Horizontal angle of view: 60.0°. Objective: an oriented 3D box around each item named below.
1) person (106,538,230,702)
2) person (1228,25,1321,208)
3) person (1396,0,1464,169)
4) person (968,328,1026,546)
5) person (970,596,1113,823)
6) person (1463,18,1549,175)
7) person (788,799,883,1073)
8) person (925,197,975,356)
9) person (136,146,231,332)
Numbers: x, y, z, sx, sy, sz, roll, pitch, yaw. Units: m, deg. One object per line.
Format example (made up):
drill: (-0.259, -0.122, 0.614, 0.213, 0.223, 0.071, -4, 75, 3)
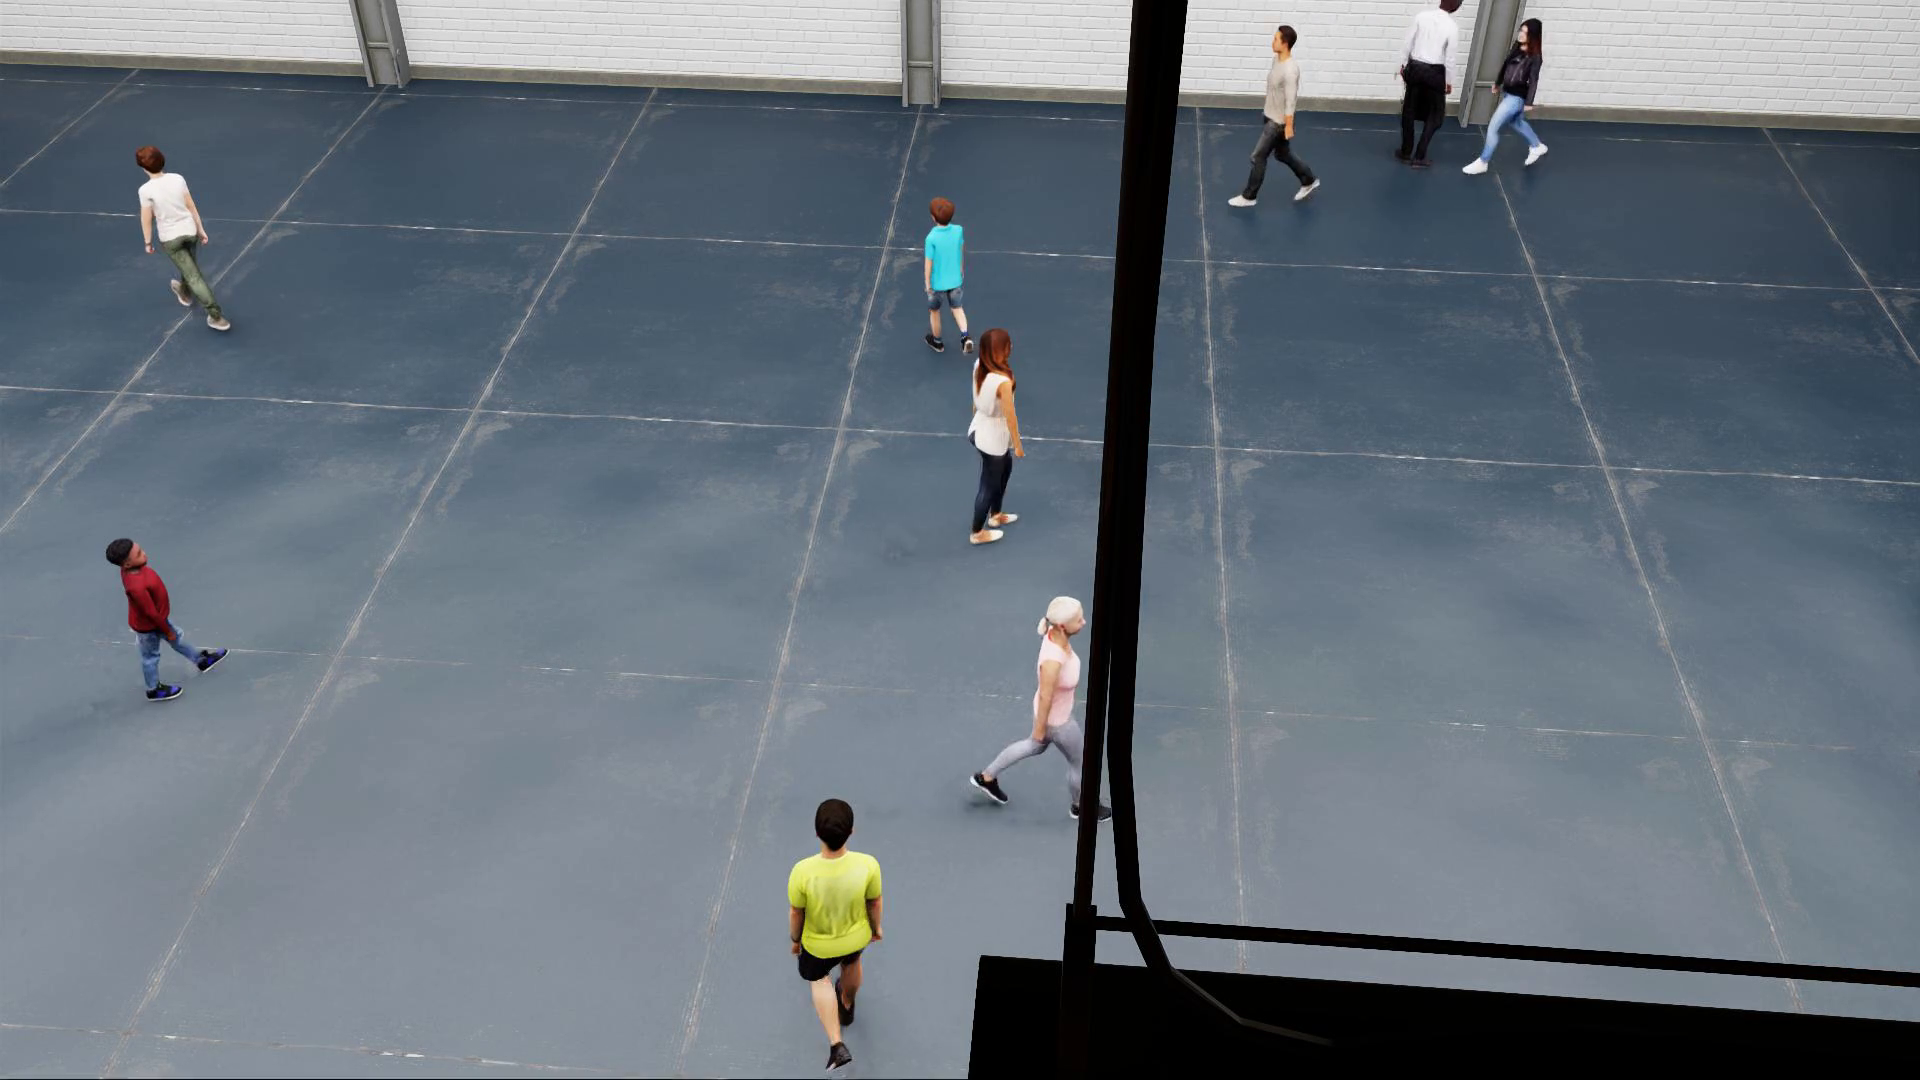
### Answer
person: (-5.220, 0.521, 10.575, 0.861, 1.237, 0.741, -18, 42, -22)
person: (3.122, -4.005, 15.806, 1.180, 1.781, 0.774, -3, 39, -3)
person: (4.602, -4.598, 16.526, 0.738, 1.810, 0.863, 10, 40, 12)
person: (0.140, -0.687, 11.659, 0.808, 1.773, 0.757, -16, 41, -19)
person: (0.459, 0.985, 9.628, 1.091, 1.695, 0.536, 3, 39, 4)
person: (5.540, -4.363, 16.409, 1.170, 1.589, 0.790, -2, 39, -3)
person: (-0.615, 2.008, 8.351, 0.939, 1.689, 0.876, -9, 39, -11)
person: (-0.087, -2.152, 13.762, 0.817, 1.437, 0.822, -19, 42, -22)
person: (-6.559, -2.510, 14.071, 1.188, 1.610, 1.002, 26, 46, 29)
